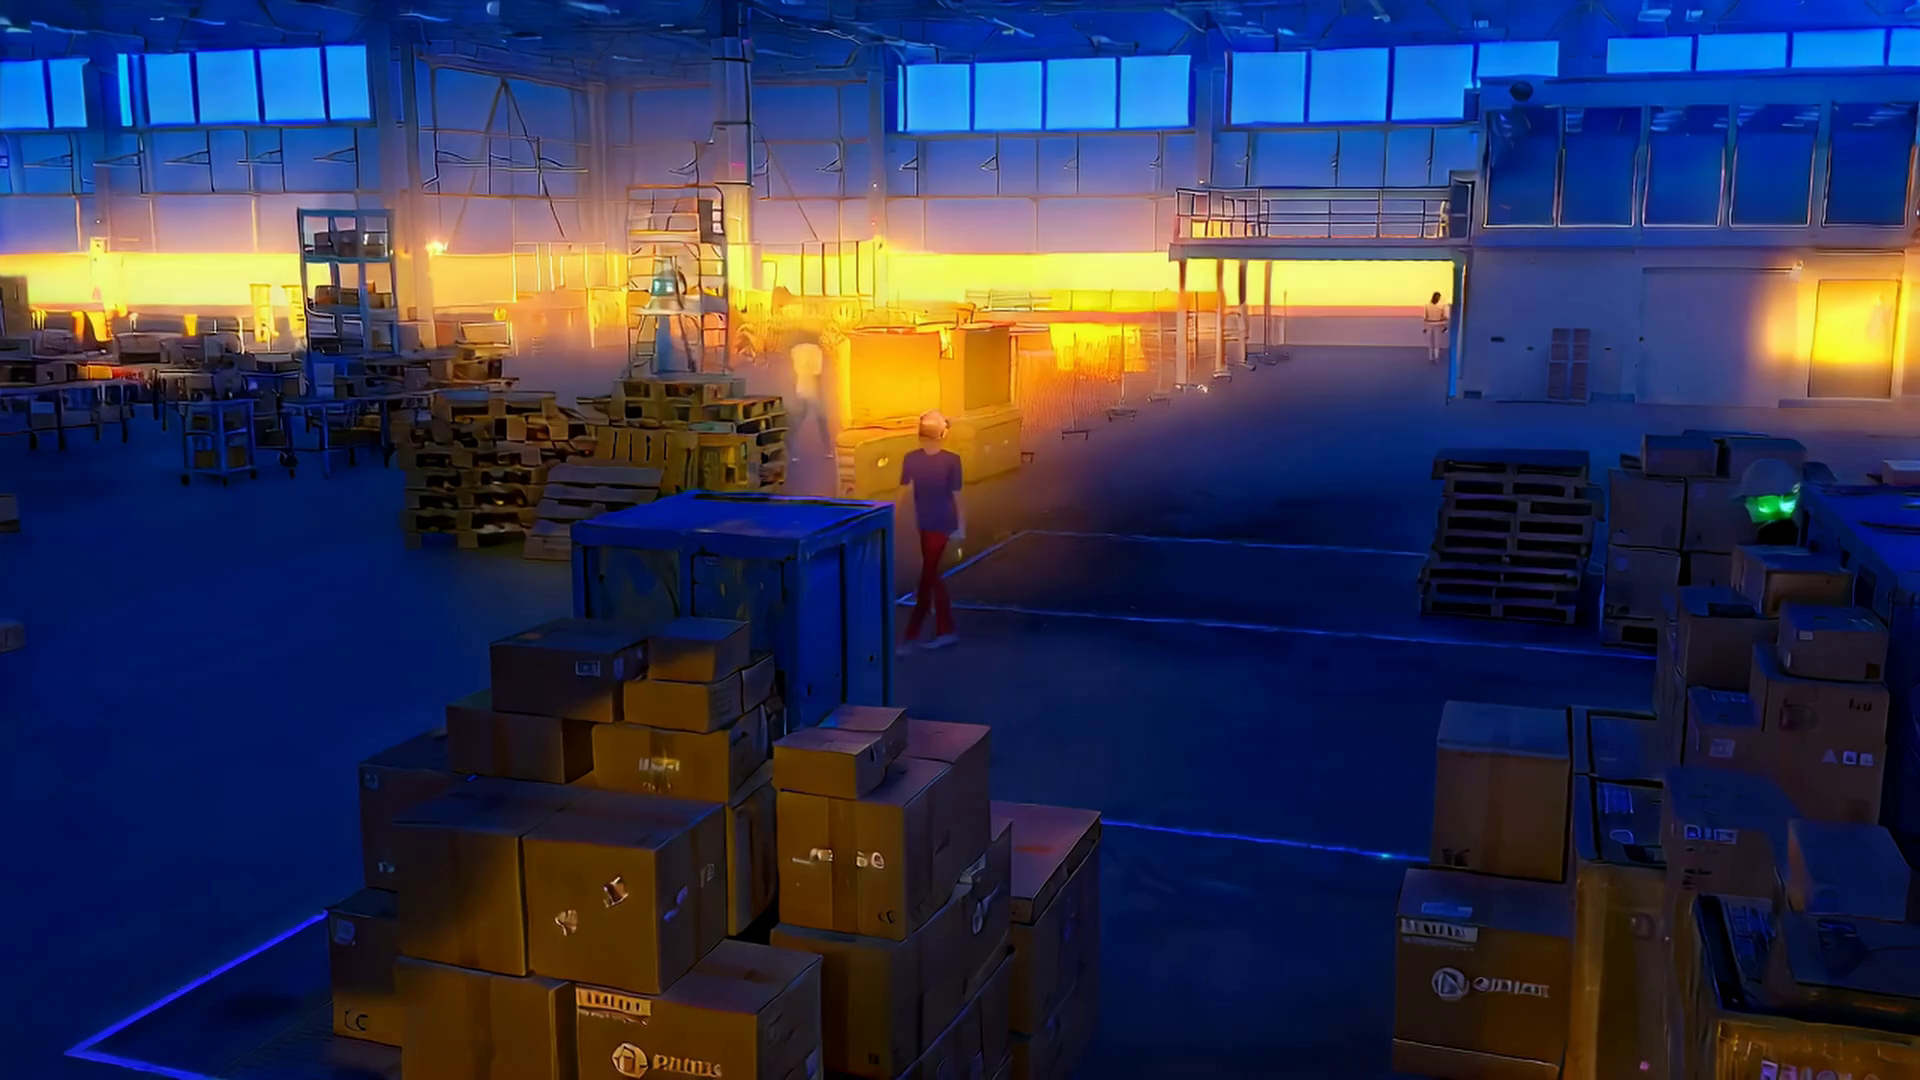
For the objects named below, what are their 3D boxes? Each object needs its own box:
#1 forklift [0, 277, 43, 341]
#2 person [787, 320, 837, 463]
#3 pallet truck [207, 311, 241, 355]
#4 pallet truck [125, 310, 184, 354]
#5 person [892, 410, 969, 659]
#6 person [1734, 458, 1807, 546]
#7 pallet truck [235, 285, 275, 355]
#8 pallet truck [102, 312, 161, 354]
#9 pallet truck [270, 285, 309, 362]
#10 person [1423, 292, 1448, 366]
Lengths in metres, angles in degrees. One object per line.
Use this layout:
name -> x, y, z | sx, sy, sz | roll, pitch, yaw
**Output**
forklift -> -27.151, -6.329, 46.328 | 1.157, 1.987, 2.680 | 3, 11, 17
person -> -2.105, -2.074, 23.278 | 0.623, 1.994, 1.032 | 9, 14, 43
pallet truck -> -19.537, -5.575, 44.913 | 0.653, 1.274, 1.630 | 3, 11, 19
pallet truck -> -22.038, -5.665, 45.457 | 0.704, 1.261, 1.522 | 3, 11, 17
person -> -0.321, -0.039, 12.261 | 0.619, 1.821, 0.929 | 9, 13, 41
person -> 4.007, 0.583, 8.302 | 0.608, 1.989, 0.386 | -10, 14, -43
pallet truck -> -18.327, -5.835, 44.421 | 0.823, 1.965, 1.885 | 4, 11, 23
pallet truck -> -23.057, -5.777, 46.261 | 0.680, 1.201, 1.601 | 3, 11, 19
pallet truck -> -17.147, -5.700, 43.663 | 0.823, 1.965, 1.885 | 3, 11, 17
person -> 11.969, -5.313, 41.902 | 0.590, 1.840, 0.923 | 3, 11, 18
